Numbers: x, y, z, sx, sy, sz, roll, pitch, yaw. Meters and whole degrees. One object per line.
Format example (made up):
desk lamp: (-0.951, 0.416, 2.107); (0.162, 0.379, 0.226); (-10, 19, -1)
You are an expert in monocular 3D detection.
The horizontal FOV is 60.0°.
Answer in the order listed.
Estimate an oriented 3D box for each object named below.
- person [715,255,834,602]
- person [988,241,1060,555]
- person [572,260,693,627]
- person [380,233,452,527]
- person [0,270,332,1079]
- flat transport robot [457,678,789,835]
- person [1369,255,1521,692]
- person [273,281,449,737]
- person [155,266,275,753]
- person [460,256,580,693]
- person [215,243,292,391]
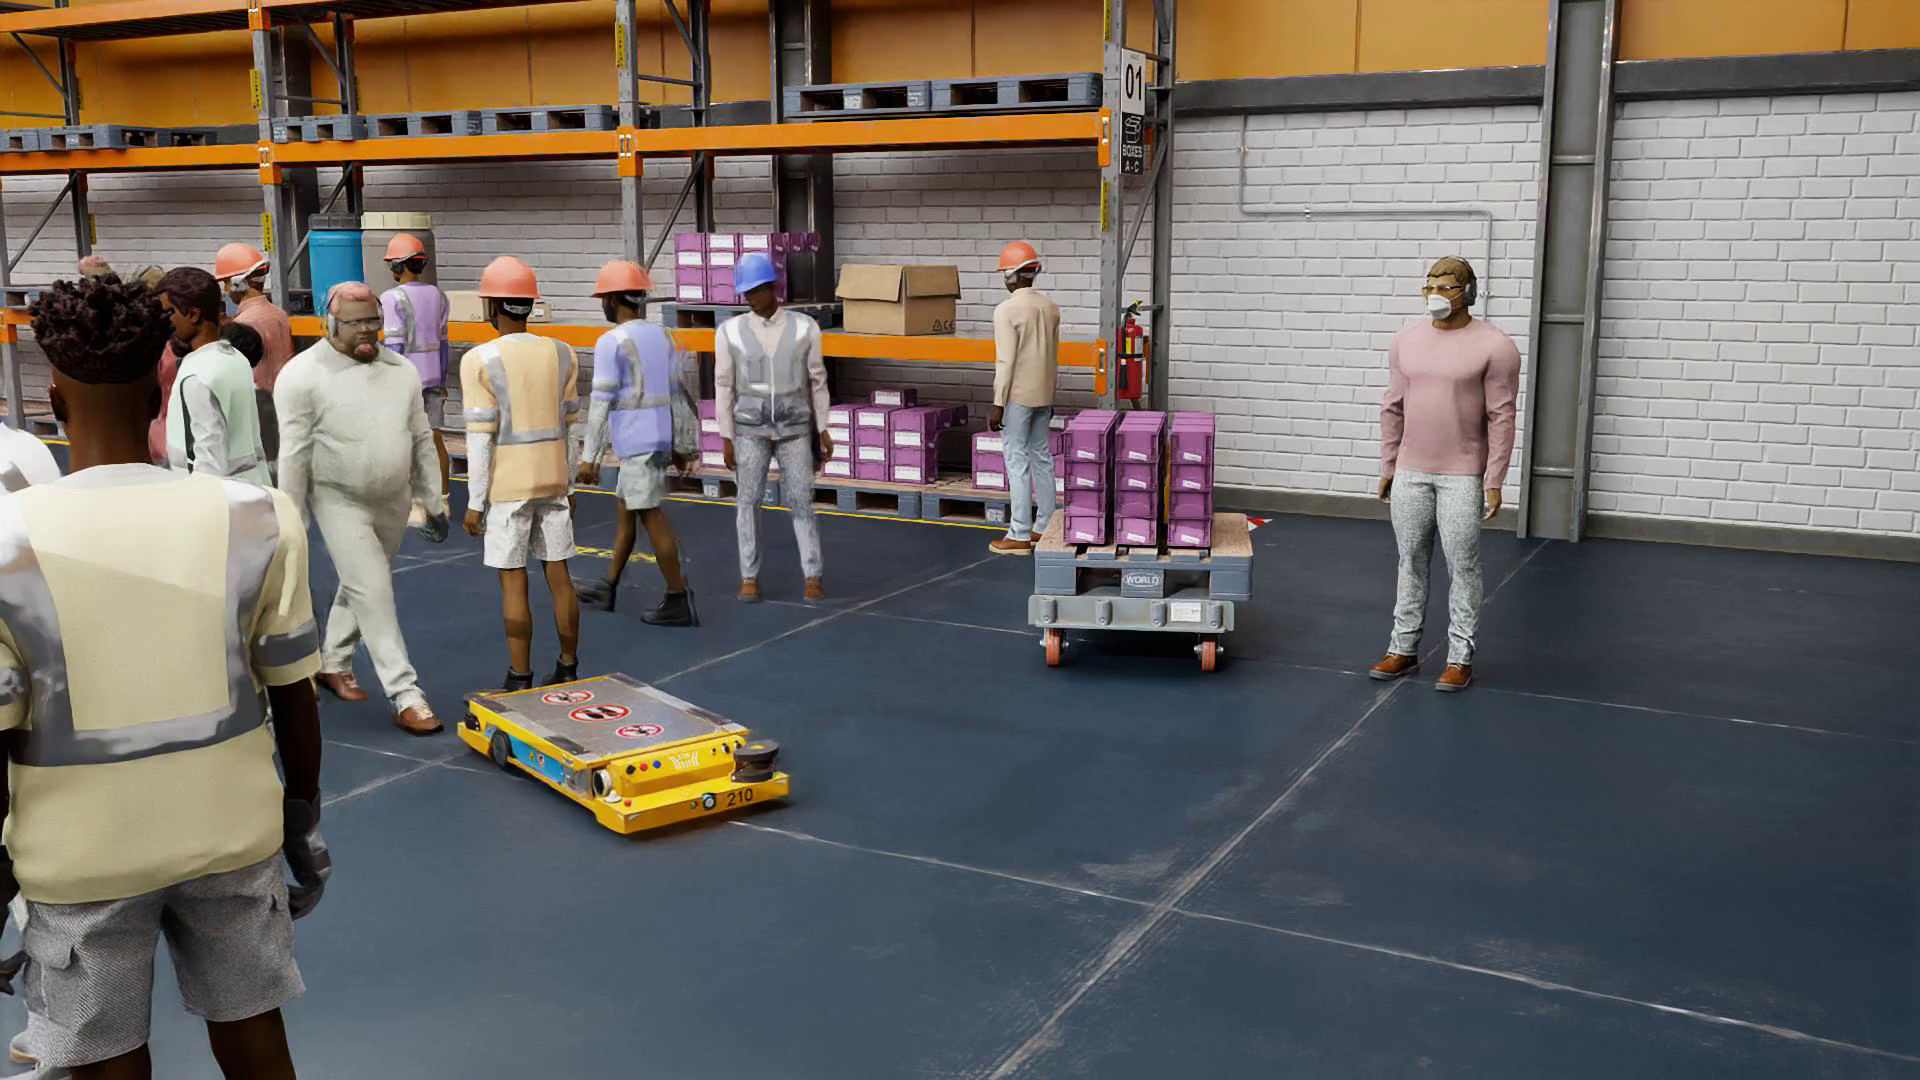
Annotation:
person: (-1.031, -0.604, 9.256); (0.659, 1.921, 0.410); (-1, 10, -7)
person: (0.394, -0.903, 10.654); (0.399, 1.989, 0.623); (8, 13, 38)
person: (-1.785, -0.507, 8.730); (0.932, 1.891, 0.569); (4, 11, 23)
person: (-3.842, -1.116, 11.683); (0.373, 2.043, 0.615); (4, 11, 22)
person: (-1.411, 0.525, 2.897); (0.612, 1.964, 0.364); (-8, 13, -38)
flat transport robot: (-1.306, 0.759, 6.264); (0.652, 0.197, 1.431); (-8, 13, -38)
person: (2.161, -0.293, 7.460); (0.627, 1.940, 0.372); (9, 14, 41)
person: (-2.498, -0.148, 6.953); (1.037, 1.857, 0.652); (7, 13, 35)
person: (-2.775, -0.060, 6.248); (0.392, 1.916, 0.591); (-3, 11, -15)
person: (-1.878, -0.229, 7.108); (0.368, 1.939, 0.542); (10, 14, 43)
person: (-3.859, -0.626, 9.159); (0.393, 1.985, 0.611); (-1, 10, -4)
